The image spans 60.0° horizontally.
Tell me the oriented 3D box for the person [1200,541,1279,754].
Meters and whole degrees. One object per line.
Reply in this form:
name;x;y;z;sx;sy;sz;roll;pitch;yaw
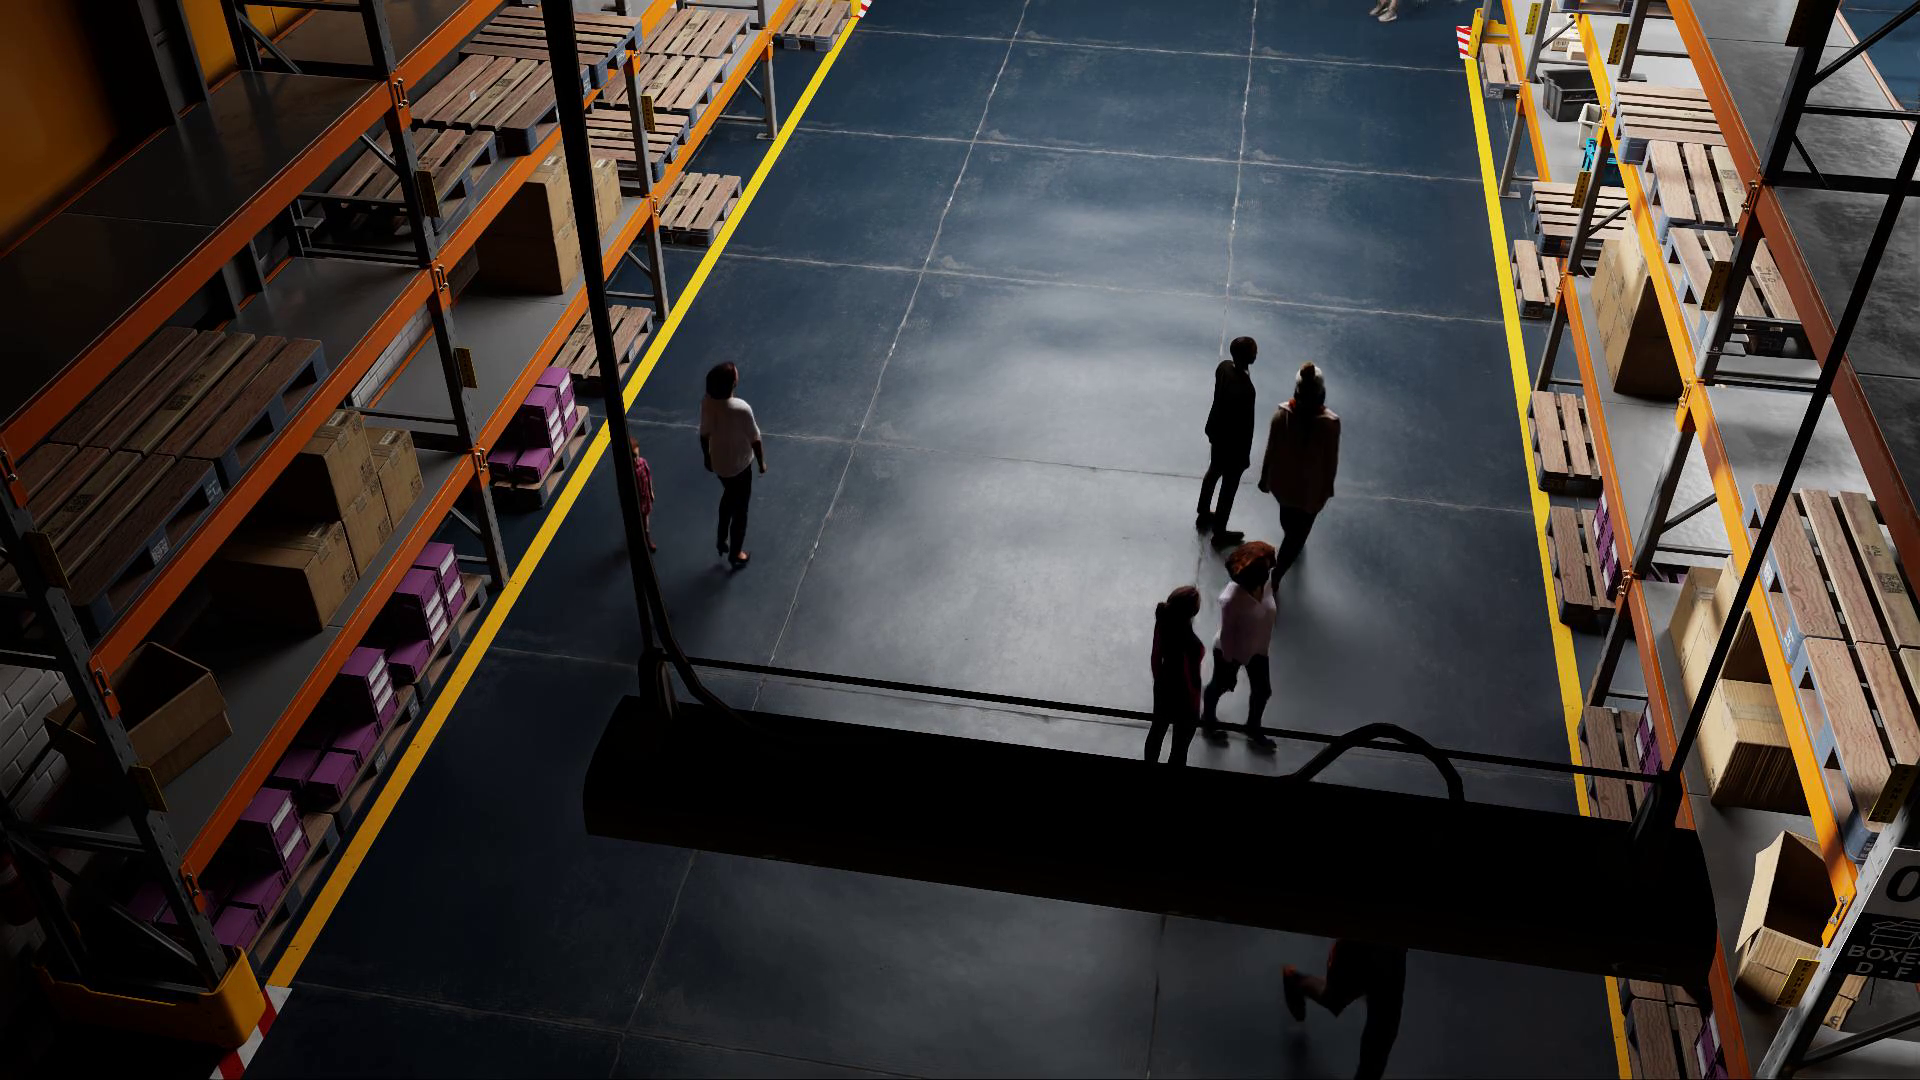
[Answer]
person;1.782;0.657;11.022;0.871;1.693;0.934;-21;43;-25

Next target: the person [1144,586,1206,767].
person;1.372;0.974;10.578;0.730;1.752;0.671;-24;44;-27

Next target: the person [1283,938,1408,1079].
person;2.116;2.202;8.947;1.165;1.868;1.350;-14;41;-17

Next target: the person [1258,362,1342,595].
person;2.461;-0.405;12.218;0.999;1.861;1.266;22;44;26

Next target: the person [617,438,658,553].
person;-2.496;-0.370;12.847;0.528;1.020;0.587;-20;43;-24

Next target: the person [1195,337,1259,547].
person;2.055;-0.767;12.722;0.783;1.797;0.658;-13;40;-16

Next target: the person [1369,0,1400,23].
person;5.626;-7.461;21.227;0.768;1.643;0.697;-19;42;-22

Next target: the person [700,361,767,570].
person;-1.751;-0.485;12.379;0.697;1.784;0.705;20;43;23
